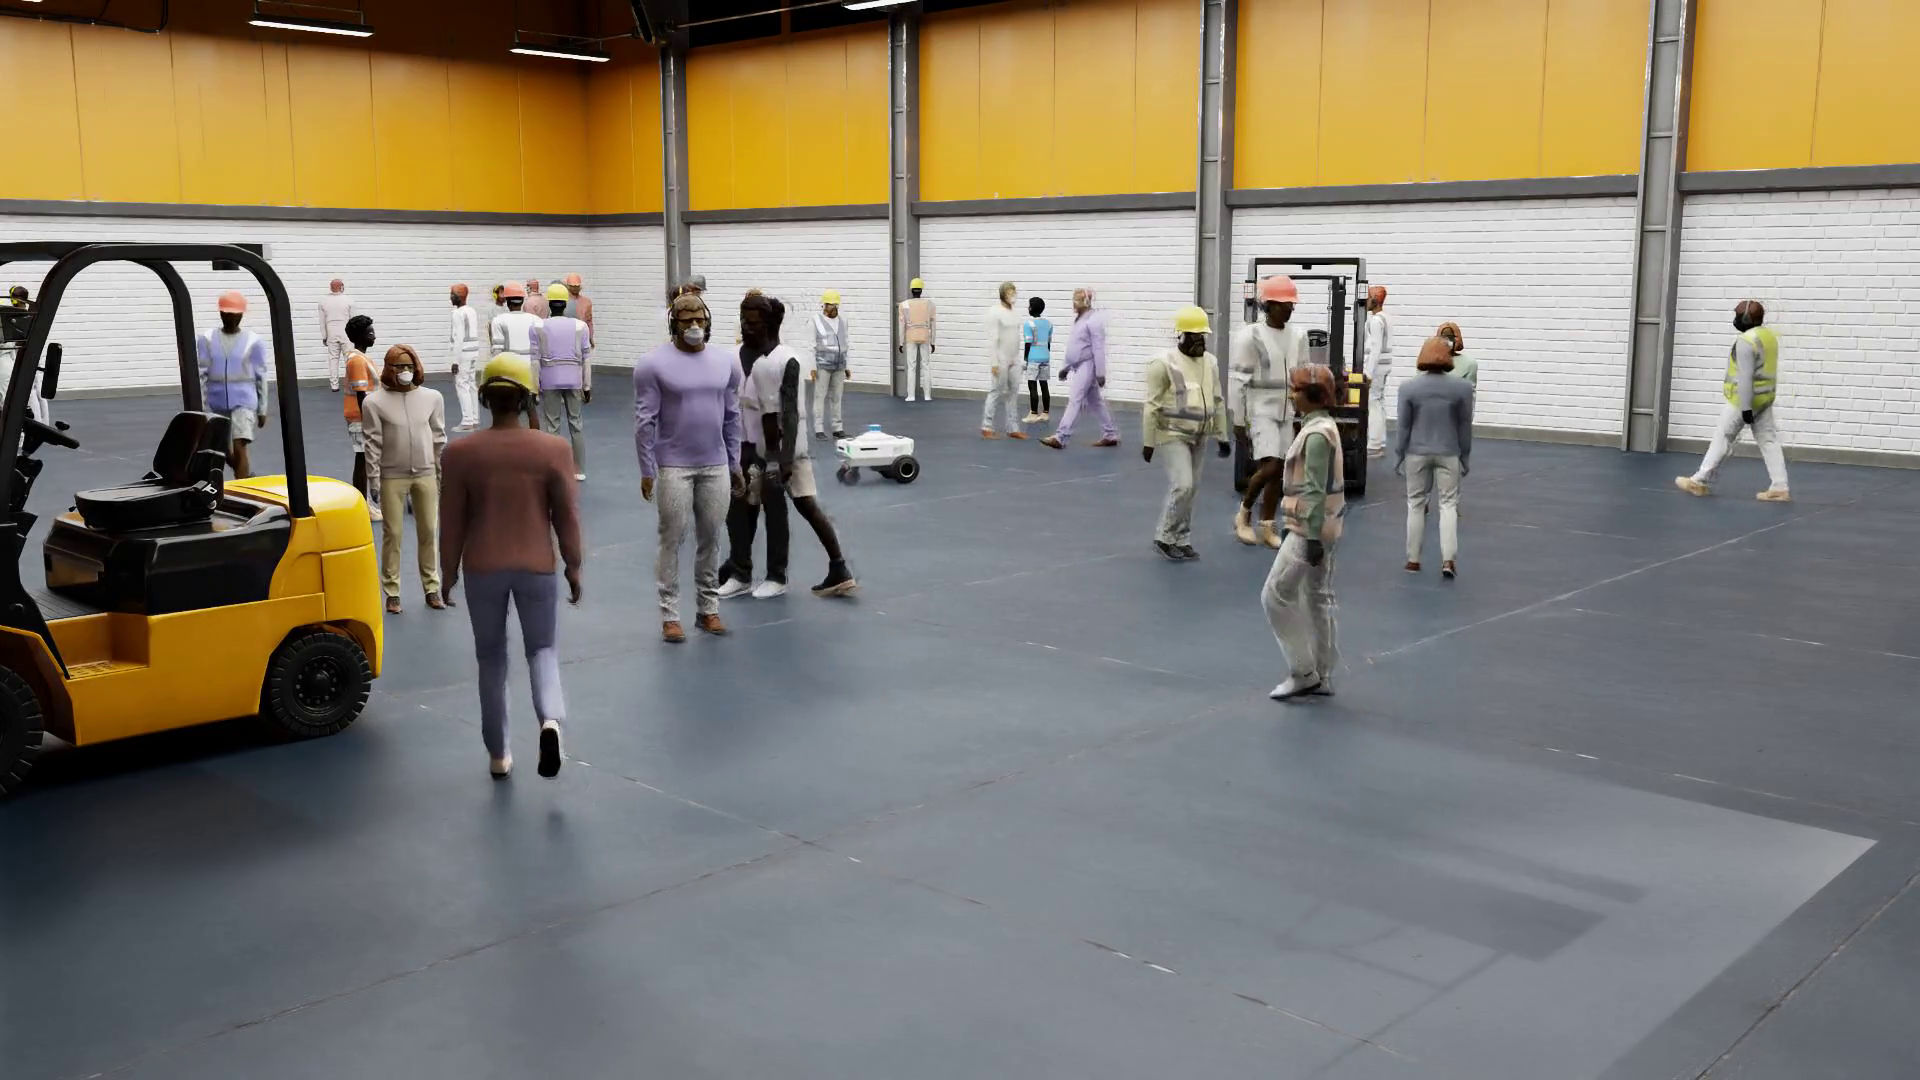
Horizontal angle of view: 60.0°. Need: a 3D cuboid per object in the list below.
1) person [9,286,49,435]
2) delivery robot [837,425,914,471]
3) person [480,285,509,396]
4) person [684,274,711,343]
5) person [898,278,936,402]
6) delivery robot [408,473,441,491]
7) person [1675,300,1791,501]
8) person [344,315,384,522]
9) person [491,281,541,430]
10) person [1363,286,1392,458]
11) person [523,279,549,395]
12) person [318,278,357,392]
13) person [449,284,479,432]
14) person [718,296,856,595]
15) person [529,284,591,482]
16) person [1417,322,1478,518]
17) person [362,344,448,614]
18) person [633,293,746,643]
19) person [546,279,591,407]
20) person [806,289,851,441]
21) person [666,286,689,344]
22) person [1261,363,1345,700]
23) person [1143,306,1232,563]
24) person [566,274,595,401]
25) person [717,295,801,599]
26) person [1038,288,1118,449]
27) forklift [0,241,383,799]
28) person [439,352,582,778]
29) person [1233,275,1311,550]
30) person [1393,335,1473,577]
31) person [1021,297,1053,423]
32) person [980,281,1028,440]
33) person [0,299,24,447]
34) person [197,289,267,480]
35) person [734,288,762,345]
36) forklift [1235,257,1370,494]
[{"bbox_3d":[-11.482,-2.187,20.465,0.331,1.866,0.513,-1,9,-3],"label":"person"},{"bbox_3d":[-0.822,-0.875,16.135,0.707,0.478,0.477,-4,10,-22],"label":"delivery robot"},{"bbox_3d":[-7.371,-3.152,26.568,0.960,1.812,0.555,5,10,28],"label":"person"},{"bbox_3d":[-4.151,-3.096,25.493,0.660,2.000,0.723,-5,11,-28],"label":"person"},{"bbox_3d":[-0.673,-3.113,25.948,0.589,1.927,0.388,-2,9,-11],"label":"person"},{"bbox_3d":[-4.653,-0.595,14.419,0.477,0.478,0.707,-3,10,-19],"label":"delivery robot"},{"bbox_3d":[7.049,-1.249,14.950,0.623,1.787,0.983,-7,12,-38],"label":"person"},{"bbox_3d":[-4.891,-0.994,13.661,0.318,1.696,0.537,-3,10,-19],"label":"person"},{"bbox_3d":[-4.745,-1.795,17.841,0.552,1.934,0.364,-5,11,-30],"label":"person"},{"bbox_3d":[4.543,-1.844,18.293,0.388,1.879,0.608,4,10,23],"label":"person"},{"bbox_3d":[-7.012,-3.344,27.439,0.399,1.905,0.642,2,10,13],"label":"person"},{"bbox_3d":[-10.440,-3.445,28.043,0.636,1.911,0.406,0,9,-2],"label":"person"},{"bbox_3d":[-6.306,-2.300,21.123,0.356,1.877,0.605,1,9,5],"label":"person"},{"bbox_3d":[-1.139,-0.587,10.537,1.085,1.908,0.603,4,10,24],"label":"person"},{"bbox_3d":[-3.871,-1.510,16.118,0.590,1.927,0.367,-4,10,-25],"label":"person"},{"bbox_3d":[4.034,-0.994,13.854,0.497,1.633,0.285,3,10,16],"label":"person"},{"bbox_3d":[-3.335,-0.368,10.045,0.493,1.624,0.280,-7,11,-36],"label":"person"},{"bbox_3d":[-1.507,-0.396,9.318,0.641,1.942,0.480,-6,11,-31],"label":"person"},{"bbox_3d":[-5.915,-2.927,24.814,0.648,1.927,0.641,4,10,25],"label":"person"},{"bbox_3d":[-1.568,-2.114,20.111,0.589,1.833,0.404,-7,12,-38],"label":"person"},{"bbox_3d":[-3.918,-2.522,22.618,0.780,1.837,0.518,-3,10,-18],"label":"person"},{"bbox_3d":[1.637,-0.035,8.004,0.419,1.626,0.526,3,10,17],"label":"person"},{"bbox_3d":[1.592,-0.731,11.701,0.631,1.810,0.444,-7,12,-38],"label":"person"},{"bbox_3d":[-6.019,-3.164,26.050,0.623,1.992,0.392,-7,11,-35],"label":"person"},{"bbox_3d":[-1.273,-0.568,10.386,0.627,1.908,0.550,6,11,34],"label":"person"},{"bbox_3d":[1.396,-1.972,19.206,1.036,1.847,0.656,-2,9,-13],"label":"person"},{"bbox_3d":[-3.706,-0.171,7.093,1.214,2.155,2.313,9,13,43],"label":"forklift"},{"bbox_3d":[-1.789,0.126,6.646,0.550,1.745,0.557,-3,10,-16],"label":"person"},{"bbox_3d":[2.316,-0.917,12.194,0.625,2.029,0.434,-5,11,-30],"label":"person"},{"bbox_3d":[3.196,-0.562,11.252,0.511,1.644,0.320,2,9,13],"label":"person"},{"bbox_3d":[1.027,-2.414,22.361,0.315,1.696,0.541,9,13,44],"label":"person"},{"bbox_3d":[0.552,-2.171,20.178,0.405,1.942,0.639,7,12,38],"label":"person"},{"bbox_3d":[-11.047,-1.916,19.164,0.290,1.746,0.487,-1,9,-5],"label":"person"},{"bbox_3d":[-6.146,-1.173,14.116,0.555,1.911,0.798,-1,9,-7],"label":"person"},{"bbox_3d":[-2.394,-2.002,19.388,0.346,1.846,0.506,7,12,38],"label":"person"},{"bbox_3d":[3.309,-1.629,16.029,1.214,2.155,2.313,2,9,11],"label":"forklift"}]
